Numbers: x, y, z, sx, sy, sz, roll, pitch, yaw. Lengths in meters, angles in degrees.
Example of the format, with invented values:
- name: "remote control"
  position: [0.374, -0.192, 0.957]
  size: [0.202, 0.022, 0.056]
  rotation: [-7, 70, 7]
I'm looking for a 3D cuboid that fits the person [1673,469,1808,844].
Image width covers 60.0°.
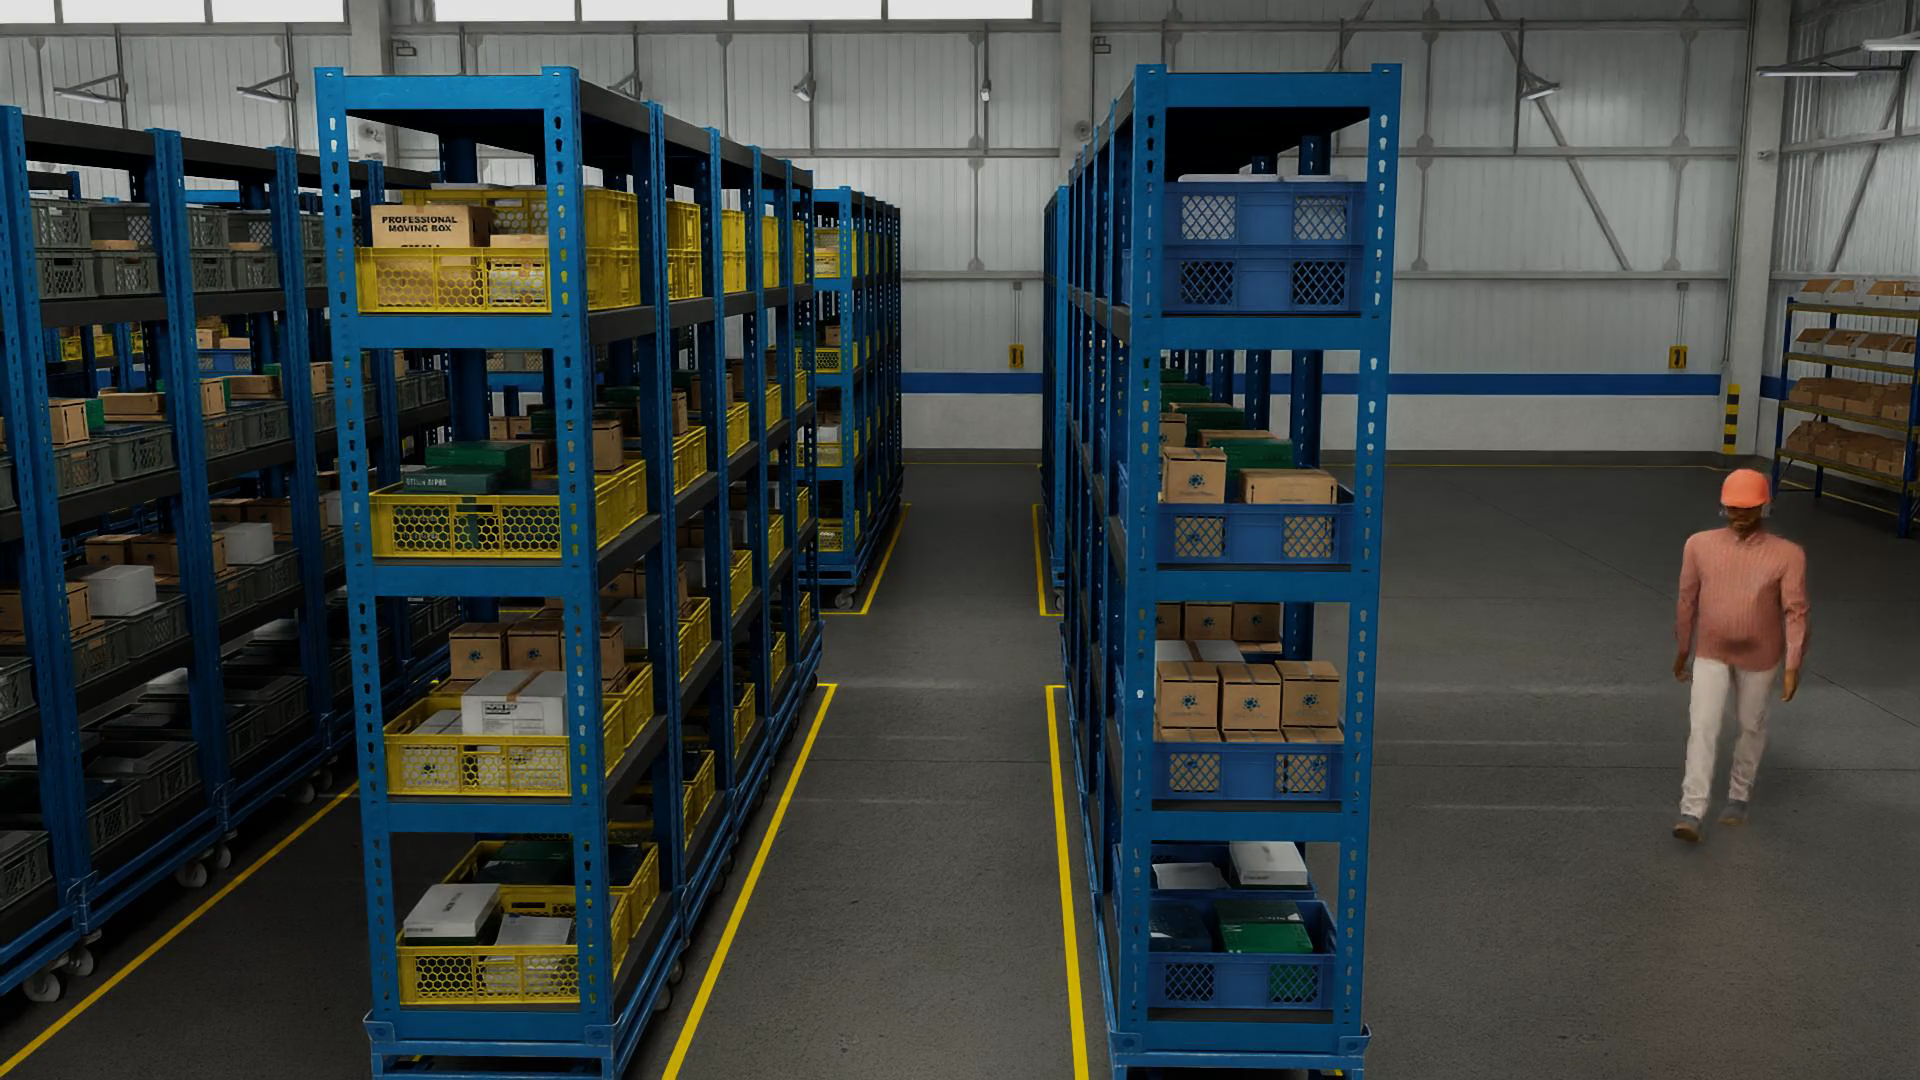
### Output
- name: "person"
  position: [4.004, 0.607, 8.597]
  size: [0.649, 1.939, 1.005]
  rotation: [6, 12, 33]
